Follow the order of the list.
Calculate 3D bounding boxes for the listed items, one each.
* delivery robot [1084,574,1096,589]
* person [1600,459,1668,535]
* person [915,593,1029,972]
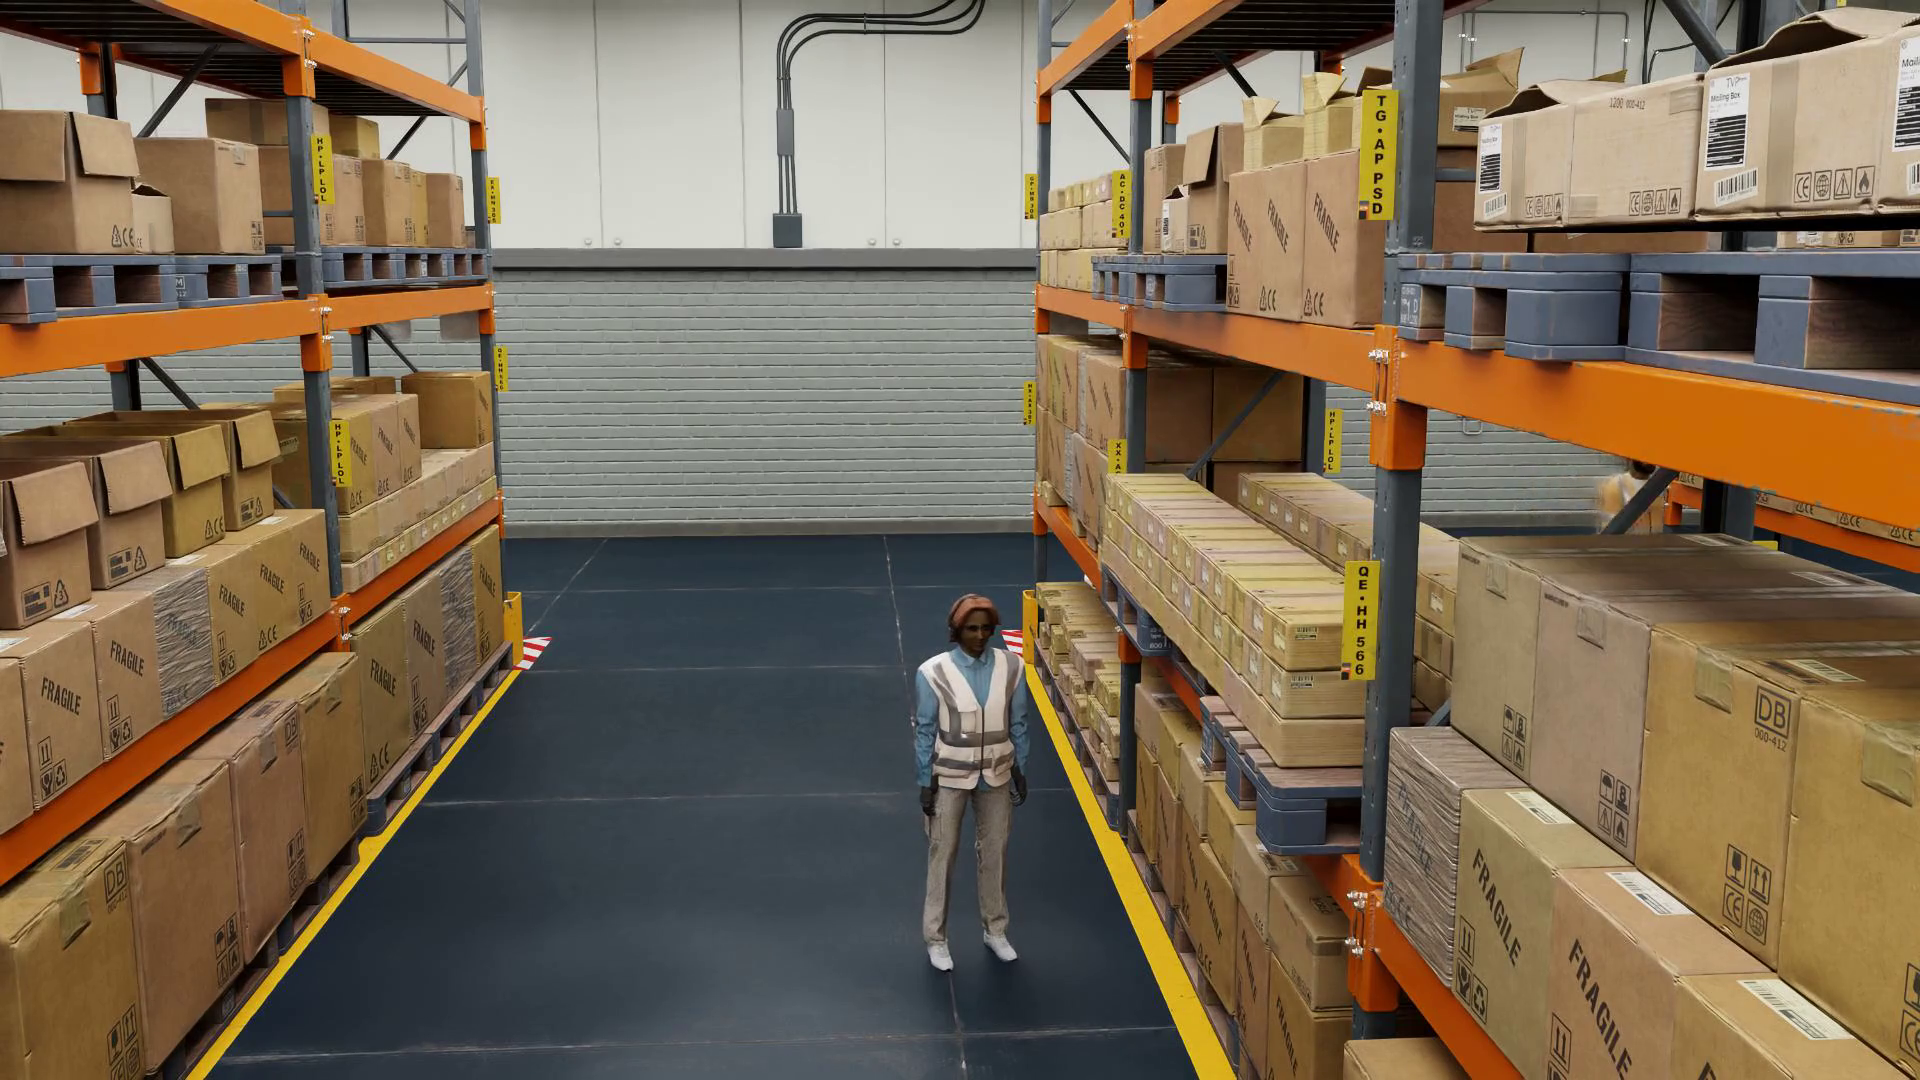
[{"bbox_3d":[1.354,0.409,13.631,0.477,0.478,0.707,-9,13,-43],"label":"delivery robot"},{"bbox_3d":[4.657,0.144,11.568,0.564,1.889,1.008,-3,10,-18],"label":"person"},{"bbox_3d":[0.045,1.027,7.111,0.510,1.629,0.316,-4,10,-21],"label":"person"}]
